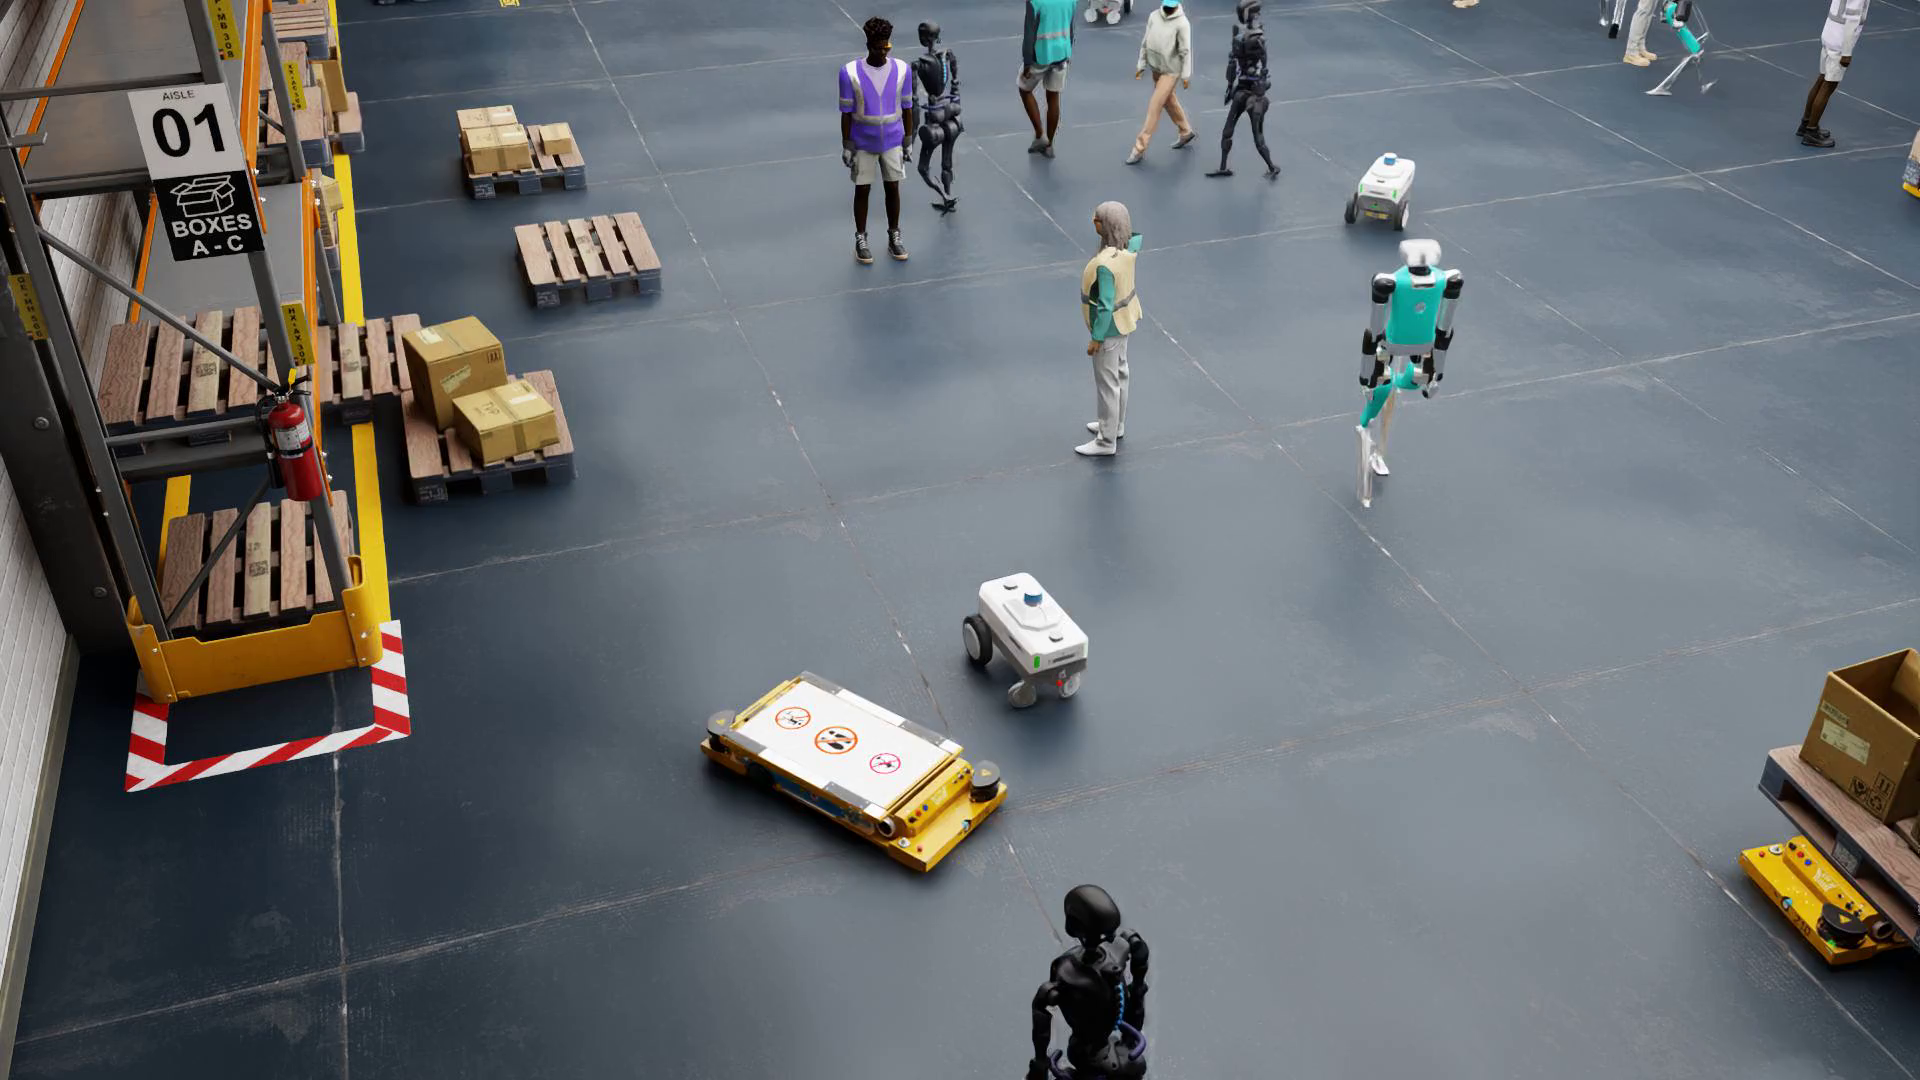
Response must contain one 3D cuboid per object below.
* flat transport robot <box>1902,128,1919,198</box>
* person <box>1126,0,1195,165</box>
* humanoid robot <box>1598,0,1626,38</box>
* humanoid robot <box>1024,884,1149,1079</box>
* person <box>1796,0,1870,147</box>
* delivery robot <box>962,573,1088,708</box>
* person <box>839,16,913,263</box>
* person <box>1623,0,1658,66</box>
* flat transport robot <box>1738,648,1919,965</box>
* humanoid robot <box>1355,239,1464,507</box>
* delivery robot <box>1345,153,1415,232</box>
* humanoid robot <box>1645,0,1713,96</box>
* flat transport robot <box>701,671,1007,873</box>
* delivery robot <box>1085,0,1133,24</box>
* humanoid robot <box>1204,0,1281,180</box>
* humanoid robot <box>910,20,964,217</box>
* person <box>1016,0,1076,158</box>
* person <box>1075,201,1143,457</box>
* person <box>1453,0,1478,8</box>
[{"bbox_3d":[8.877,-2.863,14.249,0.659,0.231,1.431,-8,34,-13],"label":"flat transport robot"},{"bbox_3d":[1.898,-4.290,15.196,0.864,1.613,0.479,-22,39,-30],"label":"person"},{"bbox_3d":[7.414,-6.525,18.563,0.548,1.811,0.908,7,34,10],"label":"humanoid robot"},{"bbox_3d":[0.444,1.865,5.713,0.608,1.646,0.365,-26,41,-34],"label":"humanoid robot"},{"bbox_3d":[8.206,-4.630,15.440,0.384,1.930,0.542,8,34,12],"label":"person"},{"bbox_3d":[0.356,0.498,8.851,0.520,0.614,0.785,-15,36,-21],"label":"delivery robot"},{"bbox_3d":[-0.650,-3.158,13.160,0.602,1.958,0.375,-9,34,-14],"label":"person"},{"bbox_3d":[7.393,-5.988,17.579,0.358,1.870,0.461,23,40,31],"label":"person"},{"bbox_3d":[4.374,1.511,7.542,1.431,0.231,0.659,-8,34,-12],"label":"flat transport robot"},{"bbox_3d":[2.643,-1.084,10.210,0.545,1.800,0.802,-3,33,-4],"label":"humanoid robot"},{"bbox_3d":[3.625,-2.986,14.186,0.499,0.604,0.808,15,36,21],"label":"delivery robot"},{"bbox_3d":[7.404,-5.283,16.679,0.862,1.848,0.554,1,33,2],"label":"humanoid robot"},{"bbox_3d":[-0.535,1.096,8.177,1.431,0.231,0.659,22,39,30],"label":"flat transport robot"},{"bbox_3d":[1.725,-6.340,19.335,0.521,0.611,0.782,7,34,10],"label":"delivery robot"},{"bbox_3d":[2.581,-3.968,14.699,0.624,1.650,0.589,-15,36,-21],"label":"humanoid robot"},{"bbox_3d":[-0.149,-3.521,13.966,0.439,1.646,0.590,28,43,36],"label":"humanoid robot"},{"bbox_3d":[0.796,-4.428,15.117,0.572,1.905,0.488,-15,36,-22],"label":"person"},{"bbox_3d":[0.961,-1.333,10.583,0.369,1.709,0.464,12,35,17],"label":"person"},{"bbox_3d":[5.943,-7.159,19.543,0.684,1.698,0.529,27,42,35],"label":"person"}]
